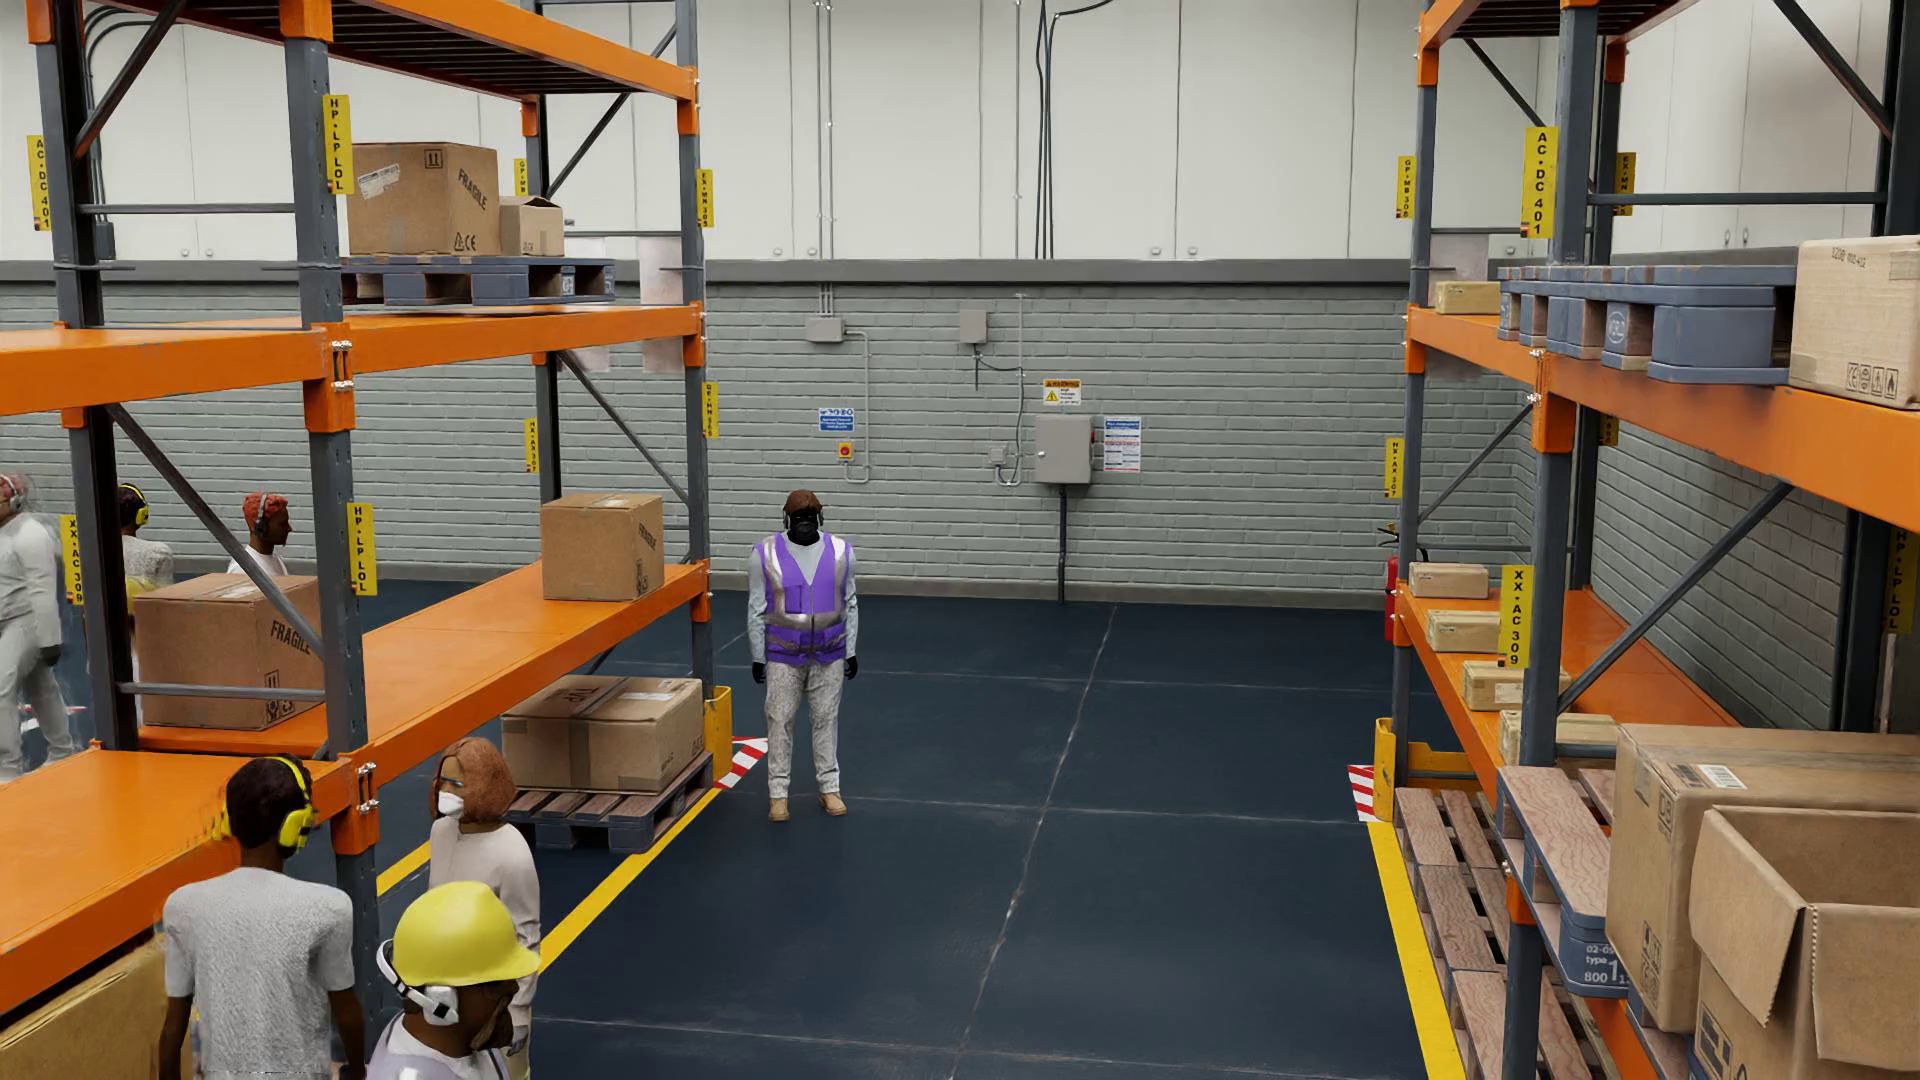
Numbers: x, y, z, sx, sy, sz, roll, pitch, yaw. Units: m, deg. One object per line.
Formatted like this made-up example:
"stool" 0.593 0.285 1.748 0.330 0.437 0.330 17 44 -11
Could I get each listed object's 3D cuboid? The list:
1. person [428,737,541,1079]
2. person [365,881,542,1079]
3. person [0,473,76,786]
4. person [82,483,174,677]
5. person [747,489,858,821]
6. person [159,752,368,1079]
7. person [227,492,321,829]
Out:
"person" -1.476 1.399 5.112 0.500 1.636 0.280 7 12 38
"person" -1.034 1.581 3.433 0.404 1.823 0.587 -2 9 -11
"person" -5.558 0.543 9.656 0.769 1.871 0.672 -8 12 -39
"person" -4.573 0.614 9.233 0.533 1.871 0.320 -2 9 -13
"person" -0.860 0.631 9.220 0.631 1.843 0.429 -3 10 -17
"person" -1.795 1.462 4.199 0.507 1.821 0.901 2 9 11
"person" -3.657 0.682 8.795 0.359 1.880 0.575 -1 9 -5
